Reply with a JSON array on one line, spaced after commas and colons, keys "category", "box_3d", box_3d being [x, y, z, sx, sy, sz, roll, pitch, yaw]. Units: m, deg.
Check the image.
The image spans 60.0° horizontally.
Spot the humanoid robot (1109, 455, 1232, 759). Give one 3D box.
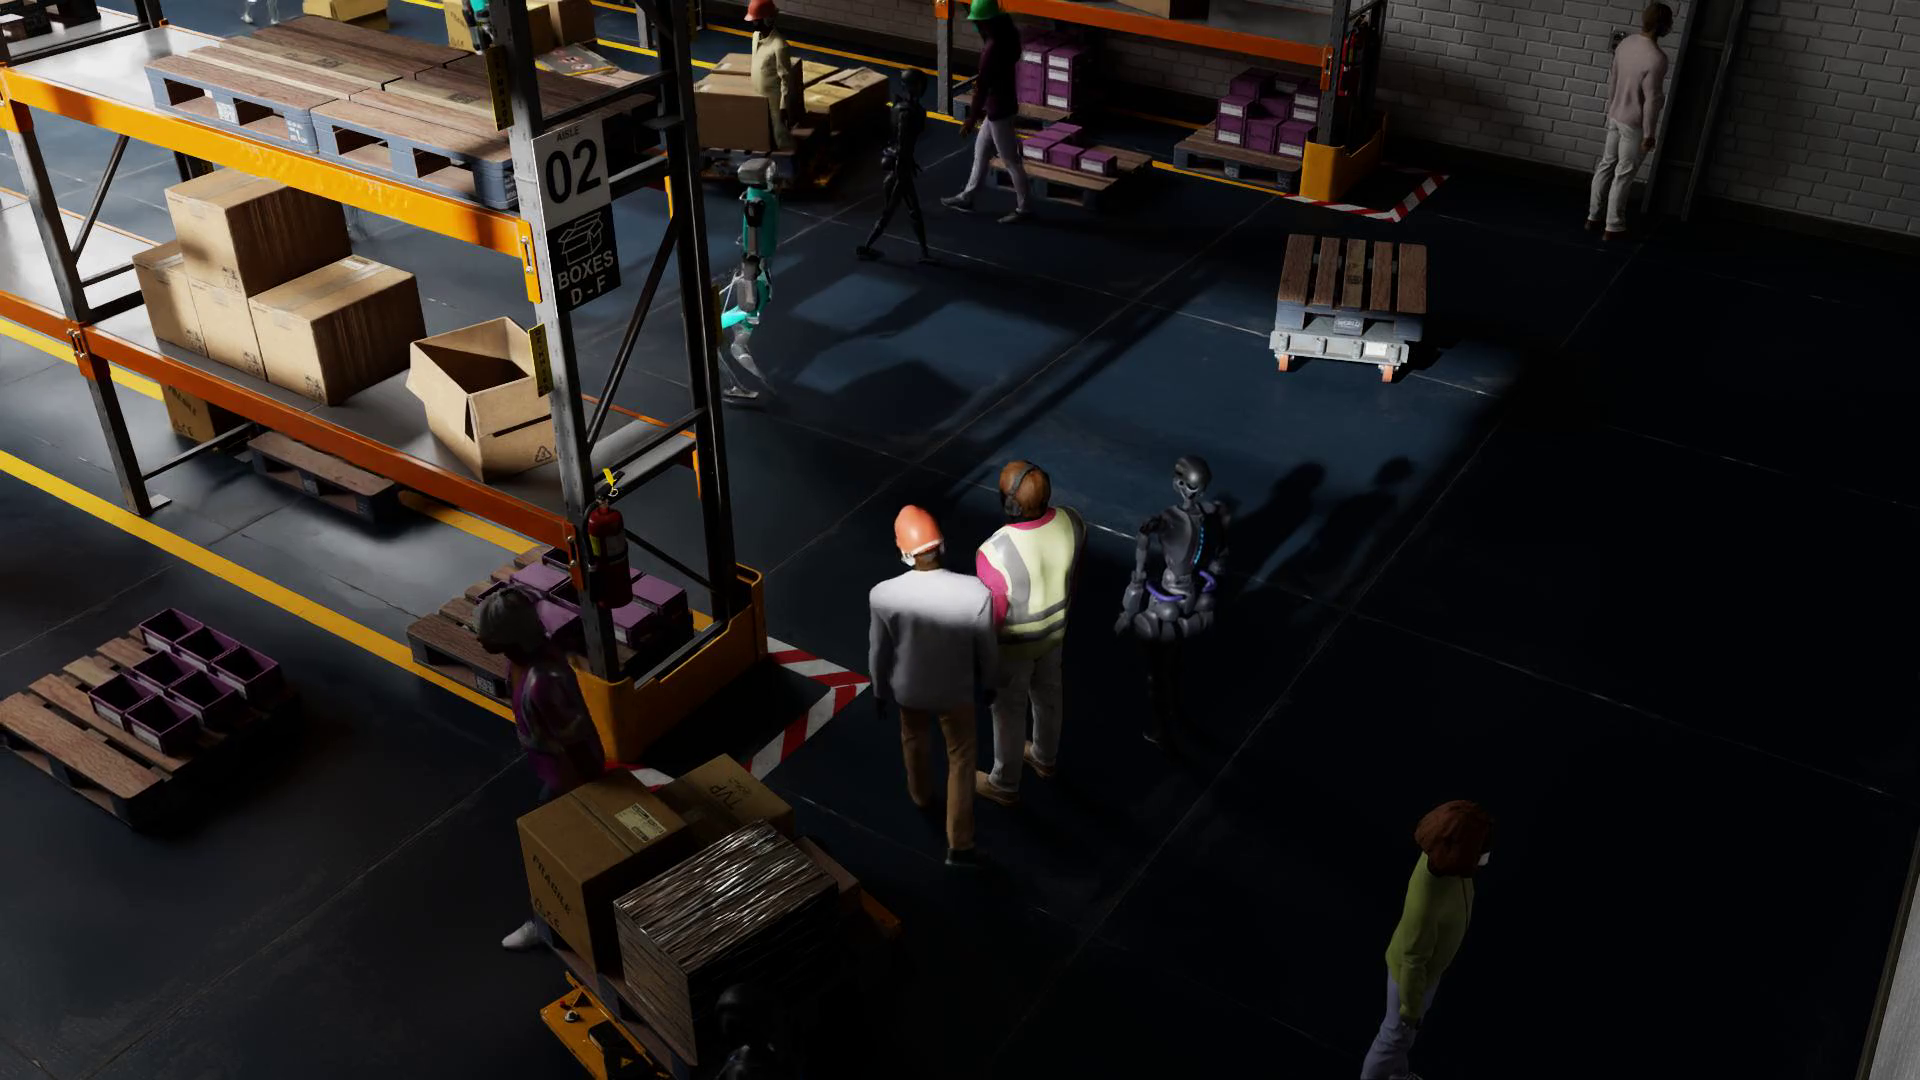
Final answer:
[{"category": "humanoid robot", "box_3d": [1.003, 0.305, 8.122, 0.613, 1.647, 0.434, -16, 36, -23]}]

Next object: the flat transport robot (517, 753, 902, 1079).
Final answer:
[{"category": "flat transport robot", "box_3d": [-0.999, 1.806, 7.097, 1.431, 0.231, 0.659, -26, 41, -34]}]

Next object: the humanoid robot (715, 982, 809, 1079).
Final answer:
[{"category": "humanoid robot", "box_3d": [-0.588, 2.071, 5.401, 0.341, 1.647, 0.609, 9, 34, 14]}]

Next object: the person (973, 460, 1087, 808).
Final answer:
[{"category": "person", "box_3d": [0.282, 0.434, 7.763, 0.625, 1.846, 0.429, -27, 42, -35]}]

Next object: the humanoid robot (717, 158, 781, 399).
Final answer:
[{"category": "humanoid robot", "box_3d": [-1.531, -1.660, 11.120, 0.737, 1.822, 0.539, 3, 33, 5]}]

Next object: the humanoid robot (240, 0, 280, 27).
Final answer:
[{"category": "humanoid robot", "box_3d": [-7.985, -6.537, 18.617, 0.538, 1.772, 1.021, -28, 42, -36]}]

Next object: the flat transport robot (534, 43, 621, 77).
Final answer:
[{"category": "flat transport robot", "box_3d": [-4.134, -4.966, 17.506, 0.659, 0.231, 1.431, -21, 39, -29]}]

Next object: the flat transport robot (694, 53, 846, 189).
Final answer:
[{"category": "flat transport robot", "box_3d": [-1.818, -3.445, 15.168, 1.431, 0.231, 0.659, 7, 34, 10]}]

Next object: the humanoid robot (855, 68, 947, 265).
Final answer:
[{"category": "humanoid robot", "box_3d": [-0.486, -2.944, 13.169, 0.780, 1.611, 0.613, 4, 33, 7]}]

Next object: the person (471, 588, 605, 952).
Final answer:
[{"category": "person", "box_3d": [-1.655, 0.912, 7.084, 0.822, 1.788, 0.536, -13, 35, -19]}]

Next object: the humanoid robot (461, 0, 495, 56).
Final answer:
[{"category": "humanoid robot", "box_3d": [-4.307, -4.672, 15.784, 0.804, 1.843, 0.540, 26, 41, 34]}]

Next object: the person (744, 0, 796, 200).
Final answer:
[{"category": "person", "box_3d": [-1.654, -3.825, 14.391, 0.342, 1.747, 0.571, -20, 38, -27]}]

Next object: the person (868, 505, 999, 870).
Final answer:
[{"category": "person", "box_3d": [-0.129, 0.682, 7.507, 0.593, 1.712, 0.700, 4, 33, 6]}]

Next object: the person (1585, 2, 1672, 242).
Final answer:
[{"category": "person", "box_3d": [5.488, -3.405, 13.578, 0.372, 1.940, 0.630, -7, 34, -10]}]

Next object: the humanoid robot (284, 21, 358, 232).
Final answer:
[{"category": "humanoid robot", "box_3d": [-5.176, -3.277, 13.586, 0.541, 1.793, 0.849, -20, 38, -28]}]

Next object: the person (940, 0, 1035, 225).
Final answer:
[{"category": "person", "box_3d": [0.214, -3.566, 13.852, 0.942, 1.896, 0.522, 7, 34, 10]}]

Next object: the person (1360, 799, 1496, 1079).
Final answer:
[{"category": "person", "box_3d": [1.729, 1.587, 6.189, 0.281, 1.624, 0.492, 17, 37, 24]}]
